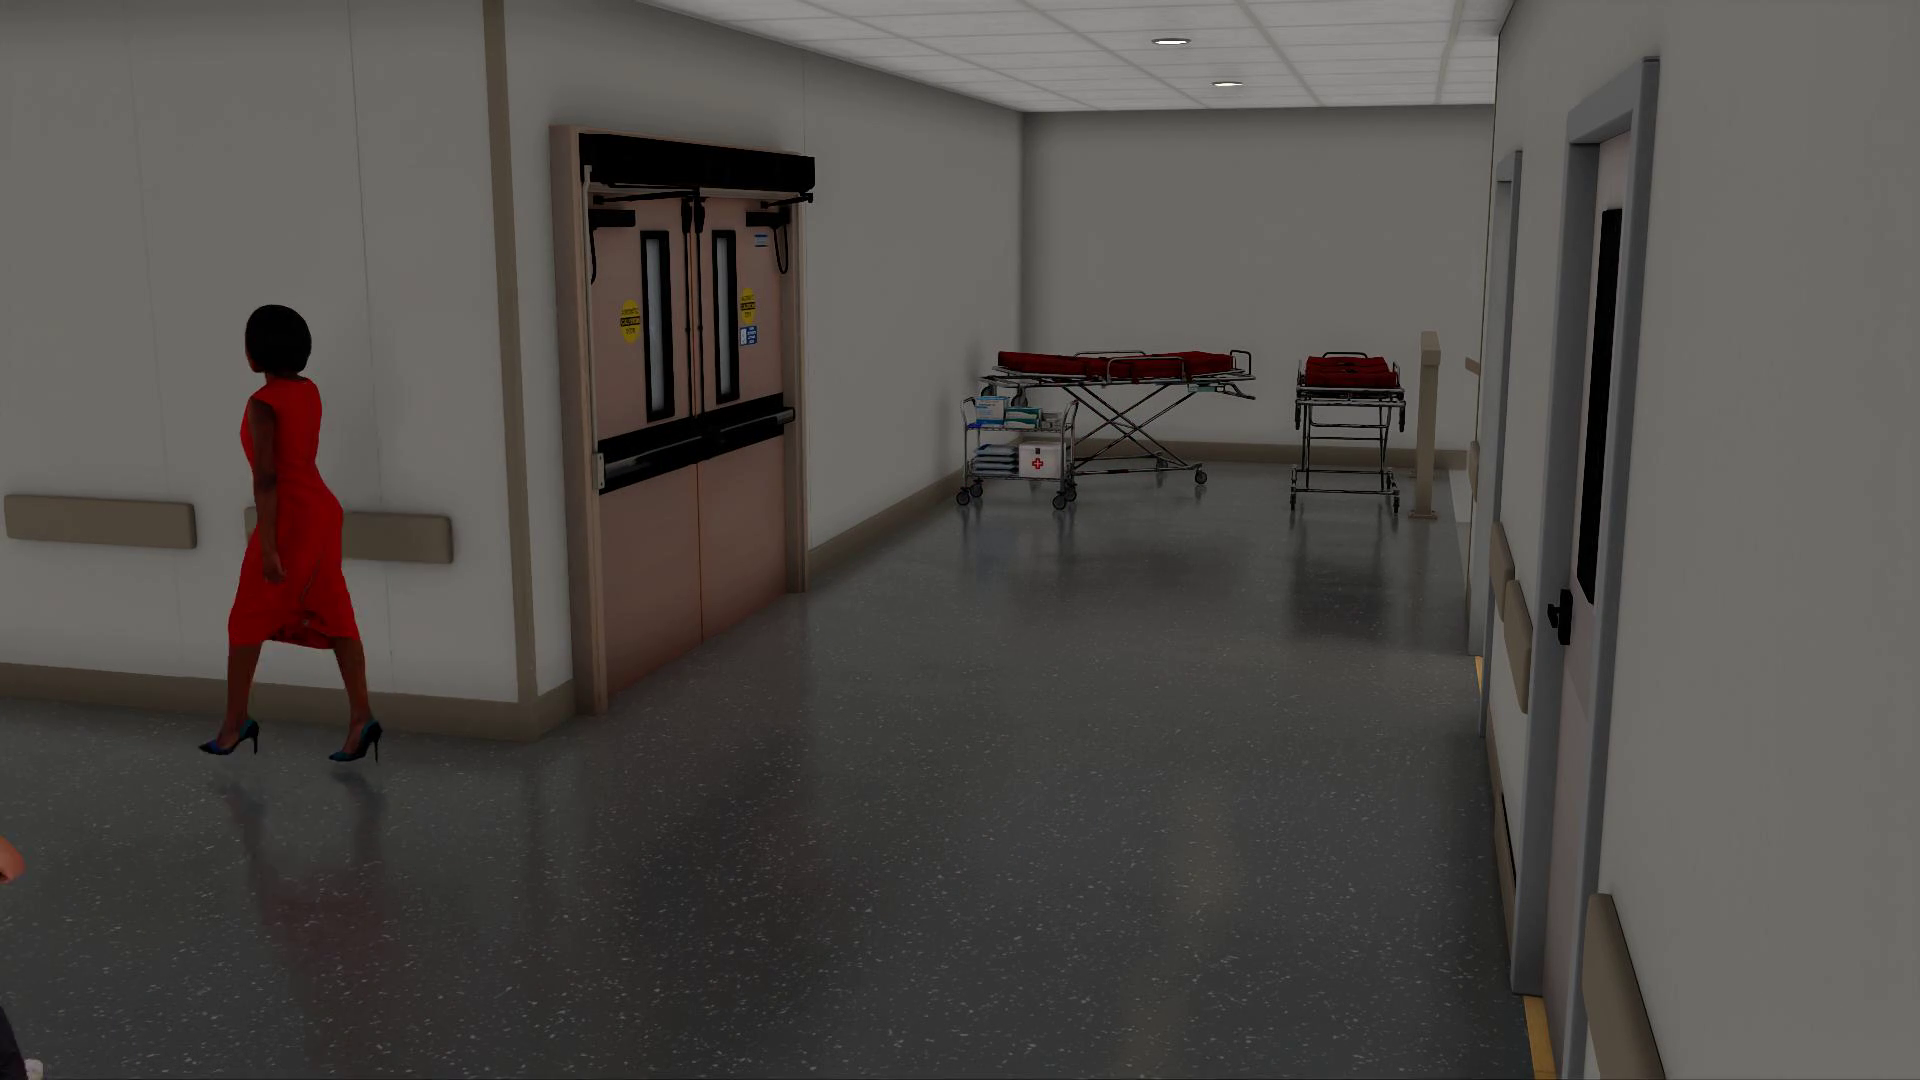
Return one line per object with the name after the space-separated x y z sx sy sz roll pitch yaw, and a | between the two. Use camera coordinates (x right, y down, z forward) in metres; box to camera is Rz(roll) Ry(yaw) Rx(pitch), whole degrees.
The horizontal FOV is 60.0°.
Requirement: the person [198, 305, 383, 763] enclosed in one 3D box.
-2.379 0.013 6.207 0.717 1.713 0.897 2 11 8 | person
